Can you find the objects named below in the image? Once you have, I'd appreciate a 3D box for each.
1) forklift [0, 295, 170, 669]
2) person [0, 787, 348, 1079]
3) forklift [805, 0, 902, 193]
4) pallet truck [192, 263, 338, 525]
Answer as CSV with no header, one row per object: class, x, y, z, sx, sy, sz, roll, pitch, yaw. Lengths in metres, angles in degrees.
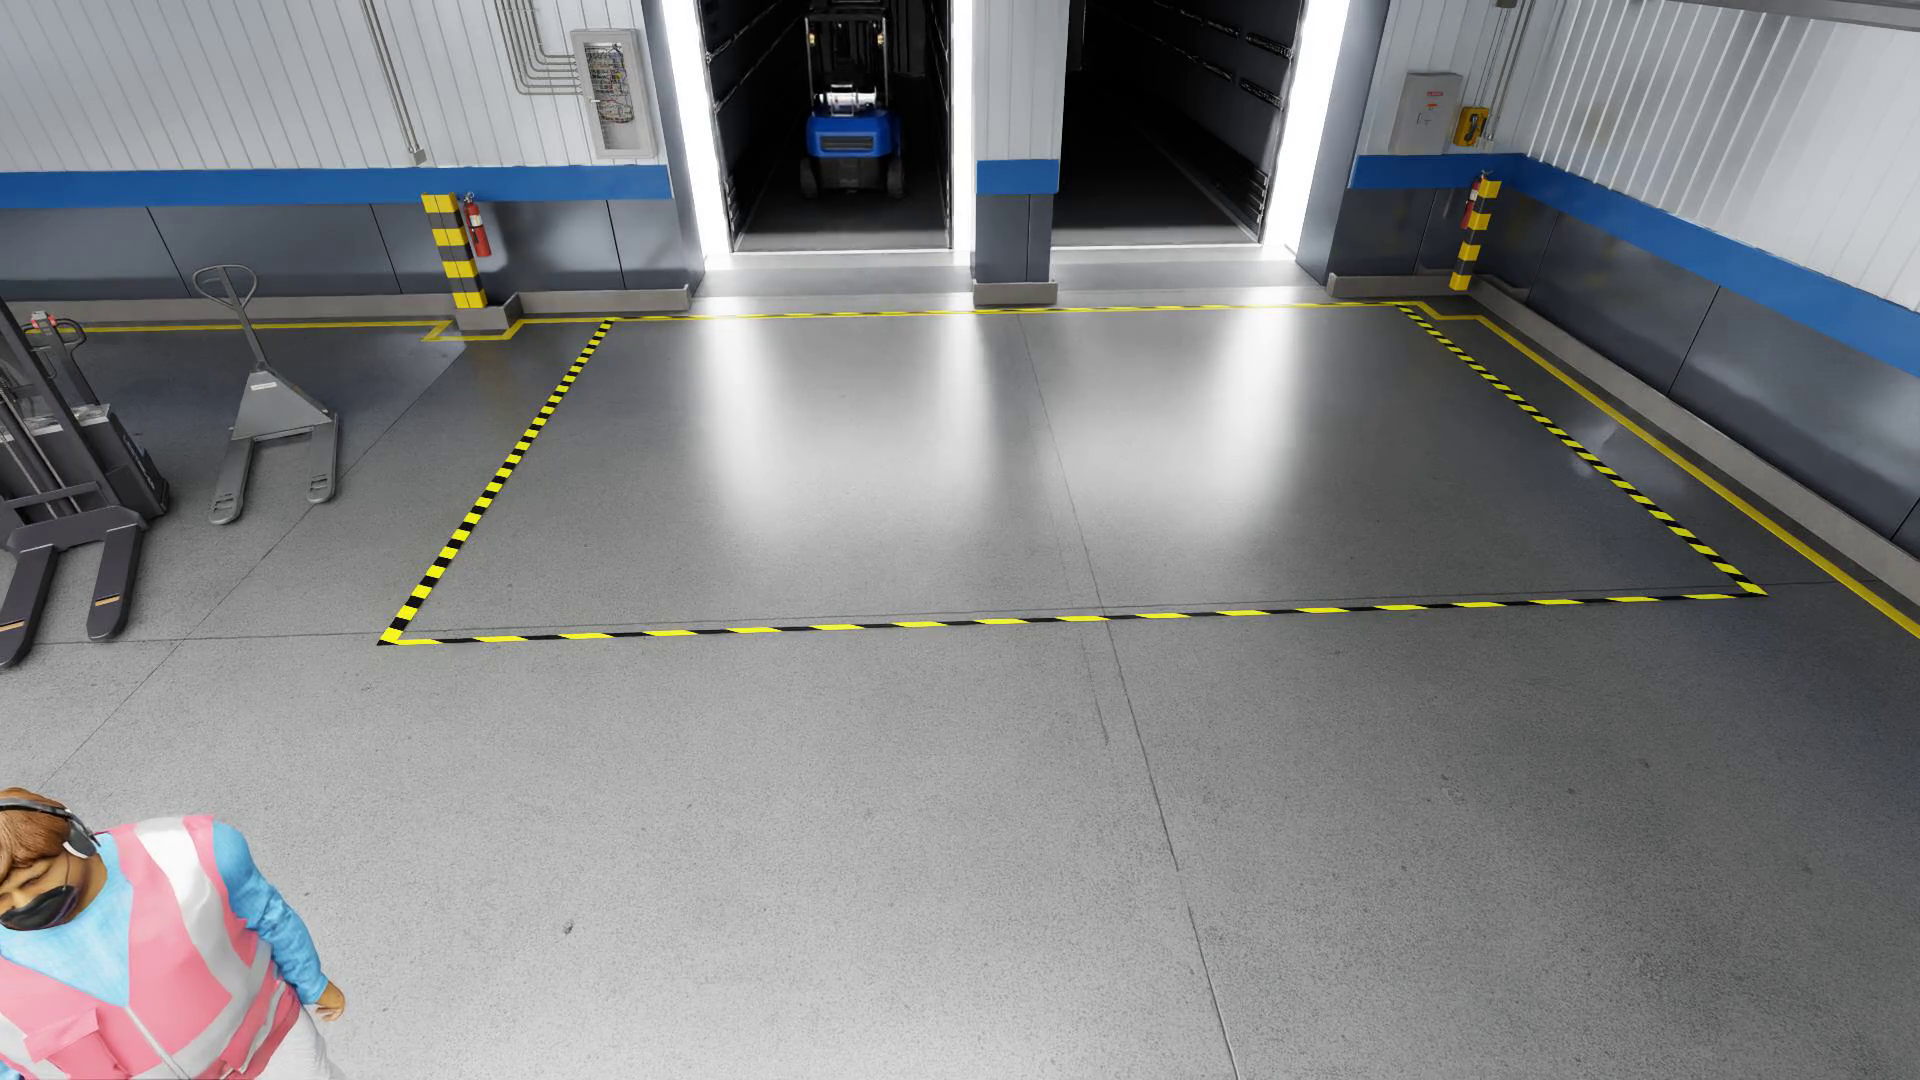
forklift,-5.212,-0.618,4.878,0.823,1.965,1.885,-20,39,-26
person,-1.897,1.282,2.282,0.430,1.844,0.621,27,43,33
forklift,-1.425,-6.043,12.360,1.157,2.036,2.680,0,35,0
pallet truck,-4.778,-1.027,6.128,0.680,1.201,1.601,-17,38,-23
